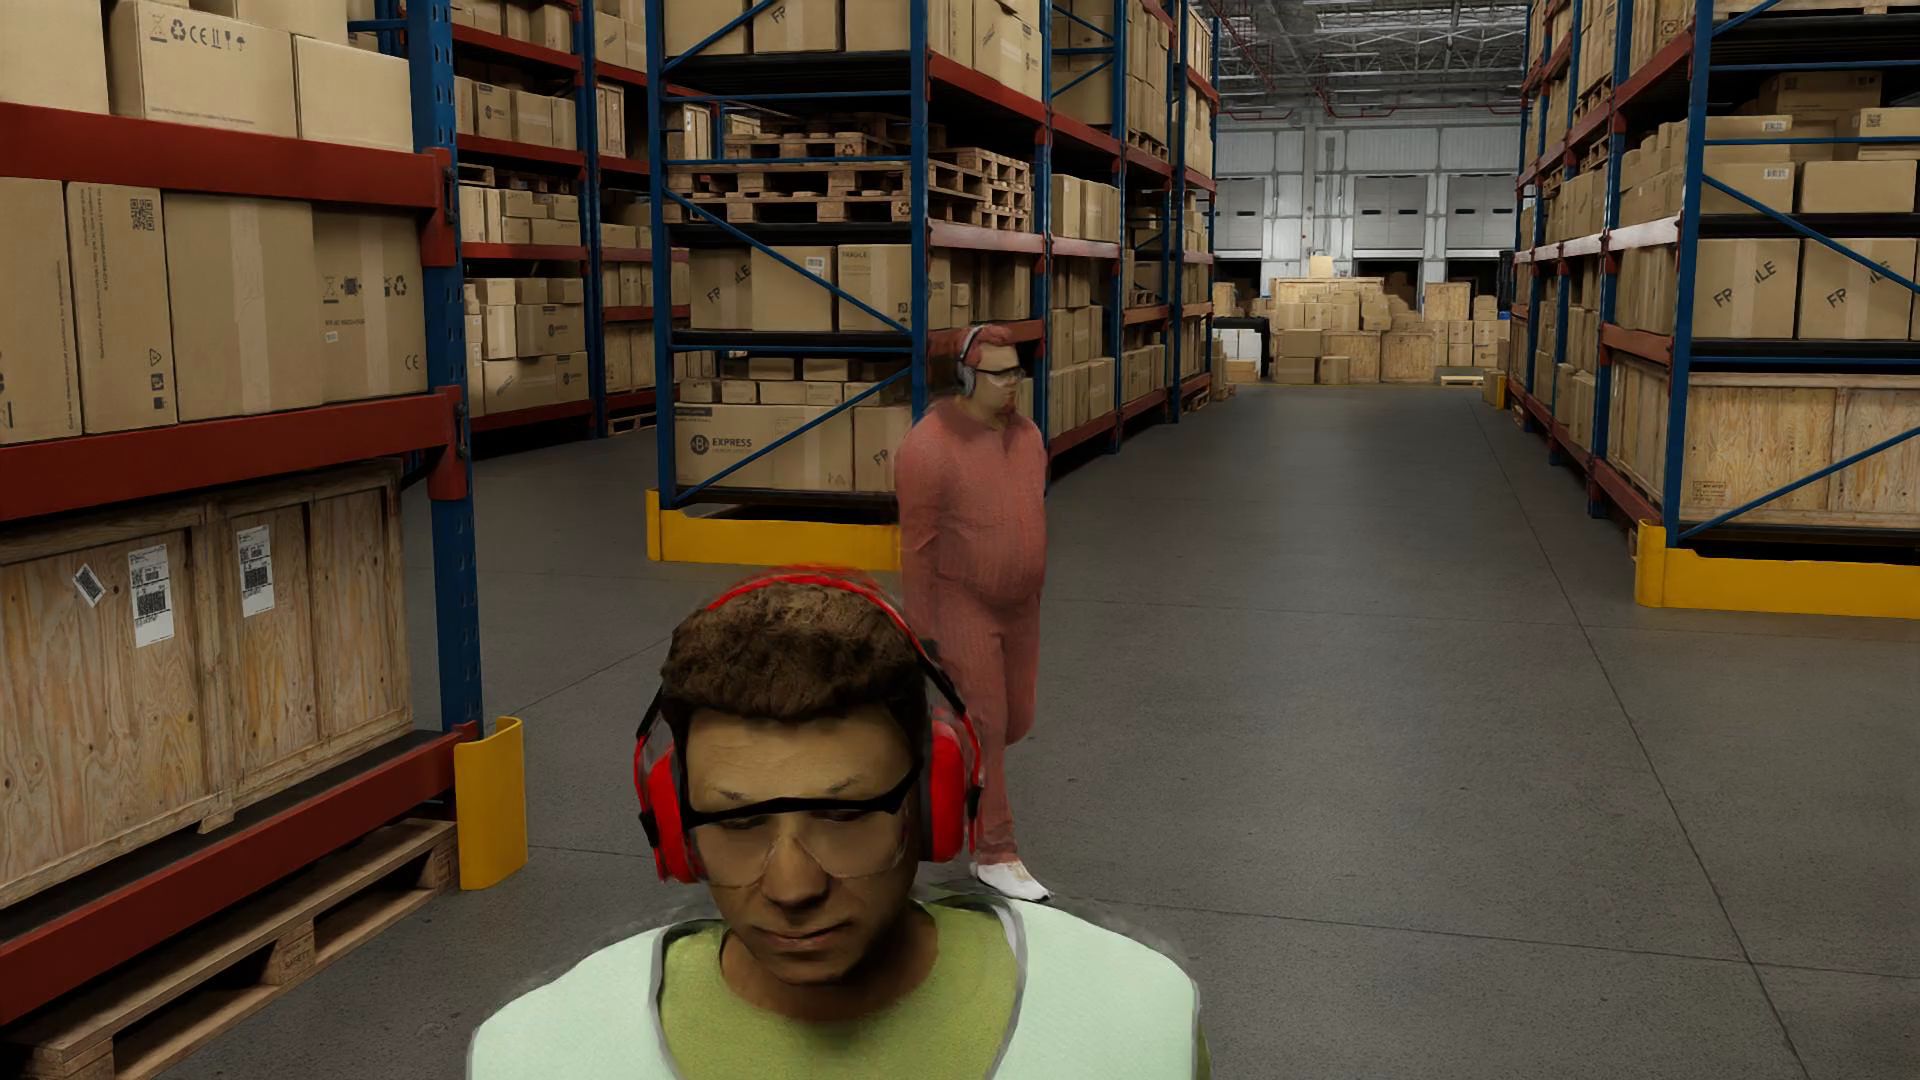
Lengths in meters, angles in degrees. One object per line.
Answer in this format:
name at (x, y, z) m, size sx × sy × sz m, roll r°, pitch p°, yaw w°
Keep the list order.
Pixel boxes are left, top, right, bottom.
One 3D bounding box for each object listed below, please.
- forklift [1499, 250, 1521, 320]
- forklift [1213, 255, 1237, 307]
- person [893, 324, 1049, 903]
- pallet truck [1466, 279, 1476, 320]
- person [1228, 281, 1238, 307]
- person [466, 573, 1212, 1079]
forklift at (15.855, -6.836, 47.204) m, size 1.129 × 2.768 × 1.873 m, roll 2°, pitch 9°, yaw 15°
forklift at (8.572, -8.457, 57.503) m, size 1.873 × 2.768 × 1.129 m, roll -4°, pitch 10°, yaw -26°
person at (0.024, 0.218, 5.559) m, size 0.724 × 1.884 × 0.639 m, roll 9°, pitch 12°, yaw 44°
pallet truck at (18.896, -8.459, 60.307) m, size 1.885 × 1.965 × 0.823 m, roll 5°, pitch 10°, yaw 31°
person at (9.335, -8.014, 57.691) m, size 0.627 × 1.934 × 0.370 m, roll 1°, pitch 9°, yaw 8°
person at (-0.087, 0.906, 1.363) m, size 0.581 × 1.824 × 0.629 m, roll -1°, pitch 9°, yaw -6°
